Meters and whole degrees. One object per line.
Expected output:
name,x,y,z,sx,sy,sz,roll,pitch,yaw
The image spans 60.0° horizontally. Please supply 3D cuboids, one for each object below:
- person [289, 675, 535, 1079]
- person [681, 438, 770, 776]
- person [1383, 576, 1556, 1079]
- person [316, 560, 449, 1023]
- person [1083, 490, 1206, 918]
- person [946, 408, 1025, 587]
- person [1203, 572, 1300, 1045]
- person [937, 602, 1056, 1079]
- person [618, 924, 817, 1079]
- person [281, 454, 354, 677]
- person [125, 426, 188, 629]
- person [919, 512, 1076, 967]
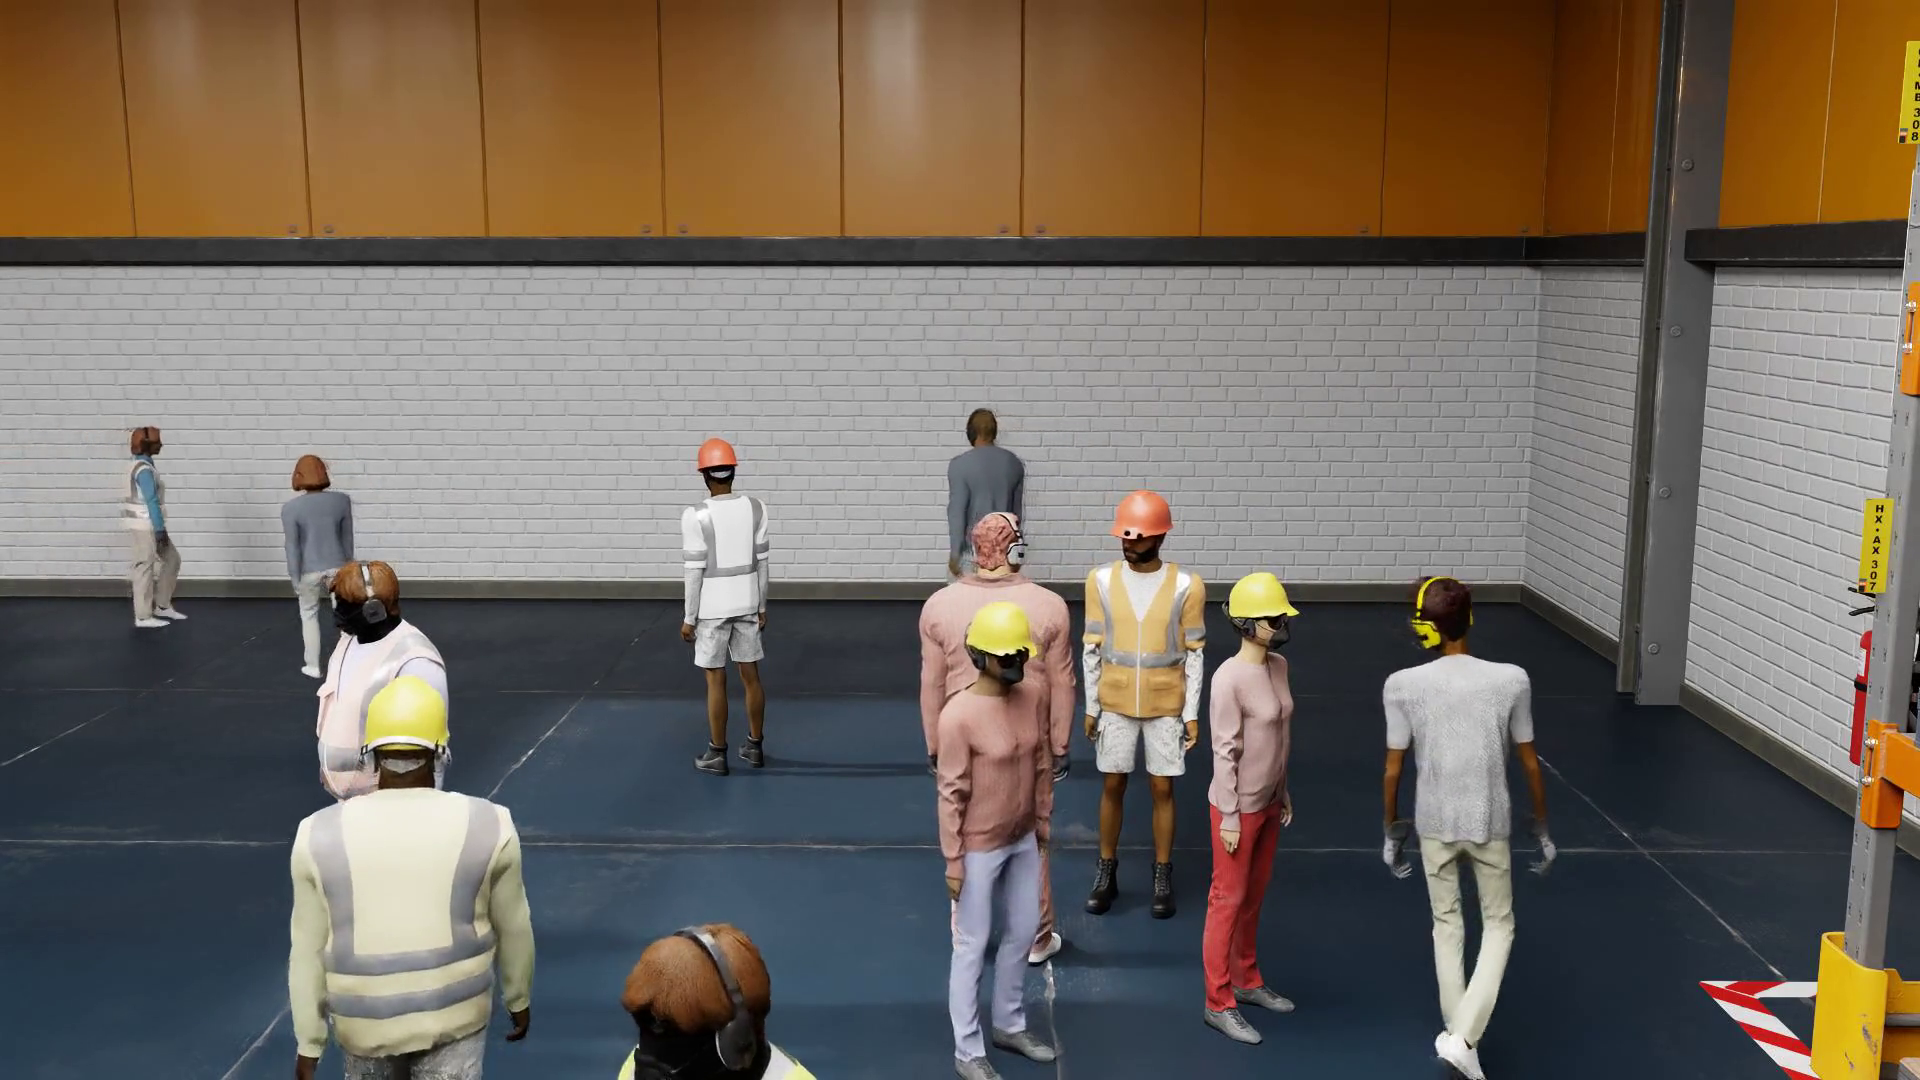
person,-1.484,1.265,4.568,0.625,1.811,0.578,-3,10,-15
person,-1.351,0.383,9.515,0.542,1.928,0.374,-7,12,-35
person,1.777,1.041,5.847,0.607,1.838,0.542,2,10,14
person,-2.161,0.977,6.231,0.620,1.840,0.430,9,13,43
person,0.812,0.730,7.416,0.547,1.934,0.376,2,10,13
person,0.111,0.028,11.682,0.666,1.909,0.791,-6,11,-34
person,1.113,0.996,6.320,0.302,1.772,0.525,6,11,34
person,0.134,1.074,5.906,0.330,1.756,0.541,8,13,41
person,-0.401,1.538,2.896,0.430,1.833,0.644,-8,13,-41
person,-4.404,0.209,11.518,0.495,1.606,0.779,-7,12,-36
person,-6.406,-0.101,13.303,0.523,1.618,0.546,-5,11,-27
person,0.163,0.830,6.920,0.639,1.904,0.402,2,10,10
